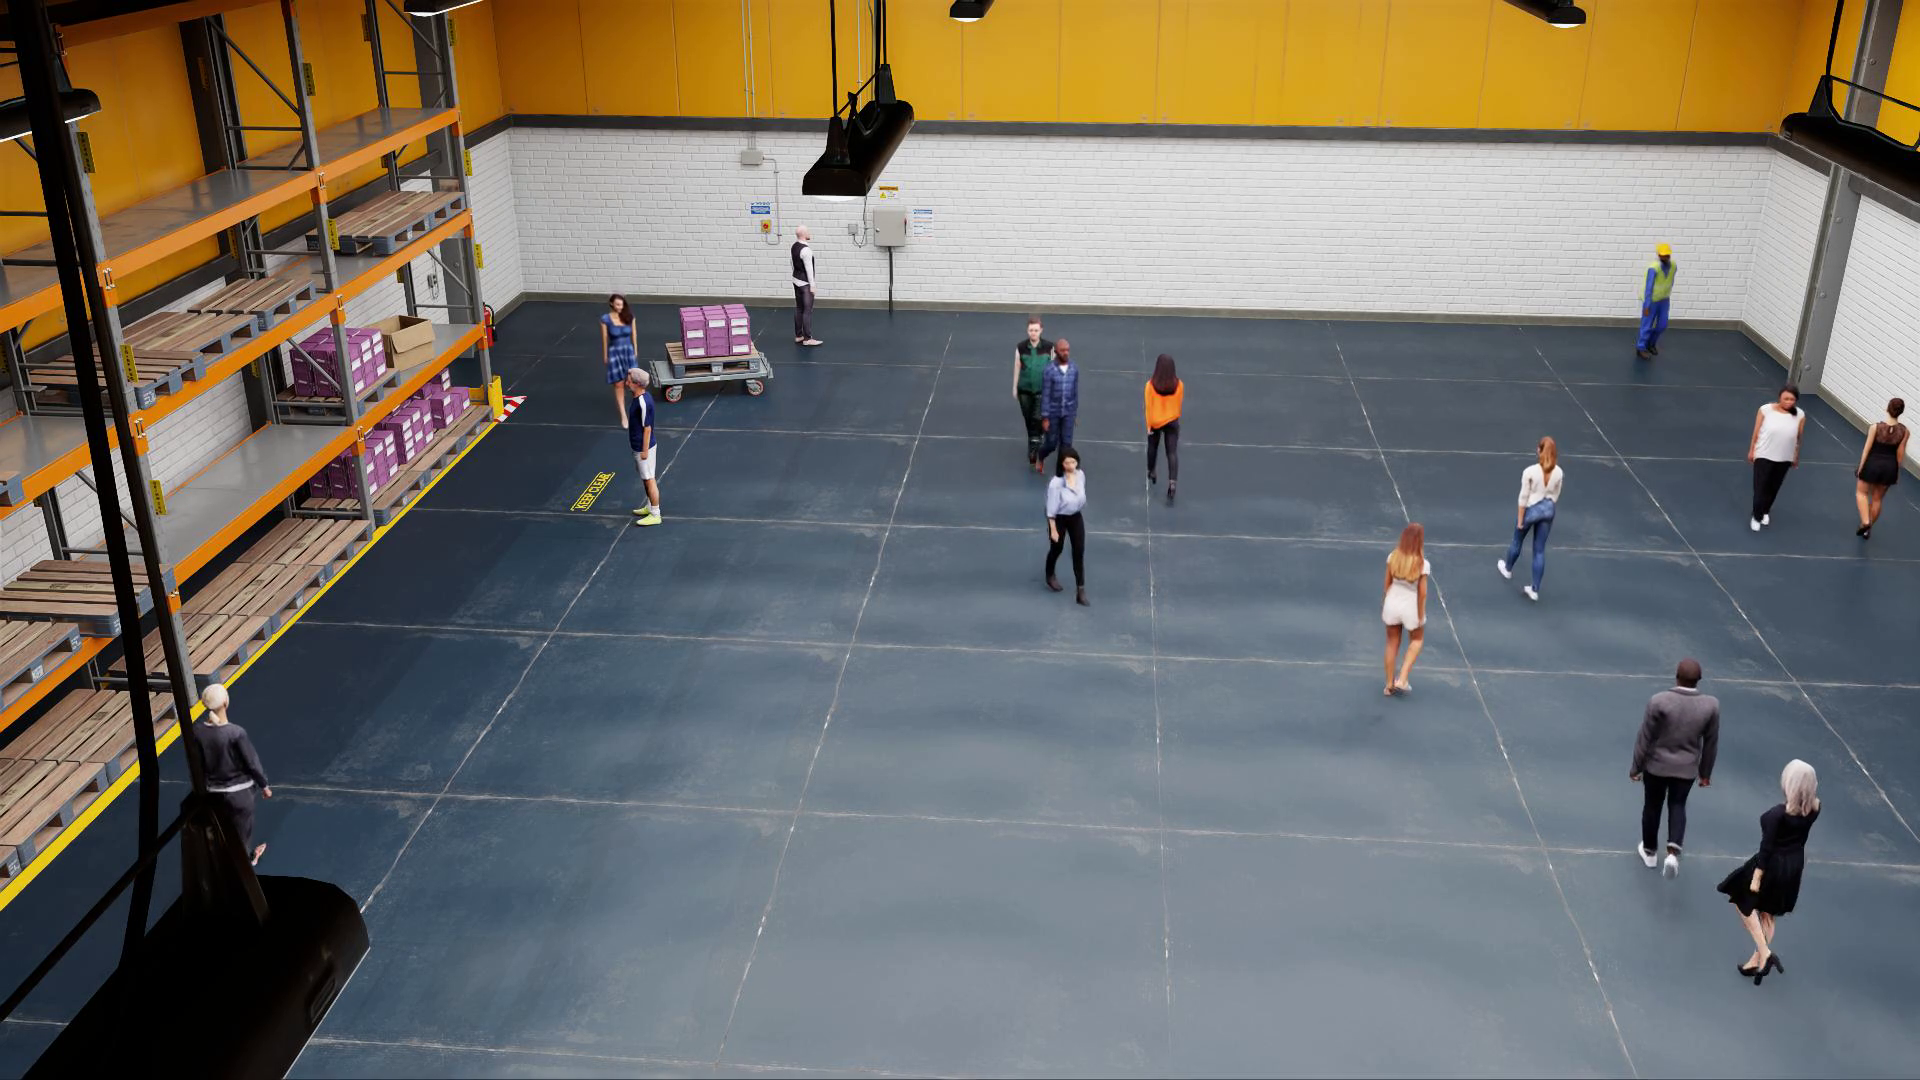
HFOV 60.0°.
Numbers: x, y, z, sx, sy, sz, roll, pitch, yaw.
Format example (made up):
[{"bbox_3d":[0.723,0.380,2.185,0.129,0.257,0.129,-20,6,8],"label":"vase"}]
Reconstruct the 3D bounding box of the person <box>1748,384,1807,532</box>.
[{"bbox_3d":[9.209,-0.981,18.828,0.707,1.673,0.832,4,24,10],"label":"person"}]

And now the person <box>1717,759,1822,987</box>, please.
[{"bbox_3d":[5.571,2.303,11.243,0.780,1.731,0.841,-10,26,-22],"label":"person"}]

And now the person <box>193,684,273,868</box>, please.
[{"bbox_3d":[-5.406,1.886,12.230,0.656,1.705,0.869,3,24,7],"label":"person"}]

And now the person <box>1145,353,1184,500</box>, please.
[{"bbox_3d":[2.427,-1.310,19.541,0.729,1.706,1.174,-2,24,-4],"label":"person"}]

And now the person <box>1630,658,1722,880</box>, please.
[{"bbox_3d":[5.334,1.743,12.431,0.787,1.806,0.900,5,24,11],"label":"person"}]

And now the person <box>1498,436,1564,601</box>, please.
[{"bbox_3d":[5.929,-0.190,17.005,0.736,1.684,1.050,-2,24,-4],"label":"person"}]

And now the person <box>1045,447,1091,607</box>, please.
[{"bbox_3d":[1.041,-0.186,16.990,1.027,1.689,1.150,-16,29,-33],"label":"person"}]

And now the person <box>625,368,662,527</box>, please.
[{"bbox_3d":[-3.585,-1.078,18.844,0.771,1.839,0.627,-7,25,-15],"label":"person"}]

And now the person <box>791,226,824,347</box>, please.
[{"bbox_3d":[-2.367,-3.873,25.259,0.839,1.823,0.749,-15,28,-31],"label":"person"}]

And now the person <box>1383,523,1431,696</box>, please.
[{"bbox_3d":[3.981,0.662,15.056,0.683,1.685,0.722,15,28,30],"label":"person"}]

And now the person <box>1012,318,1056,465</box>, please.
[{"bbox_3d":[0.930,-1.887,20.756,0.698,1.789,1.137,3,24,8],"label":"person"}]

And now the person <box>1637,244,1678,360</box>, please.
[{"bbox_3d":[10.260,-3.538,24.559,0.830,1.769,0.888,-10,25,-21],"label":"person"}]

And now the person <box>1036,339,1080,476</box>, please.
[{"bbox_3d":[1.145,-1.549,19.961,0.907,1.806,1.034,-10,26,-22],"label":"person"}]

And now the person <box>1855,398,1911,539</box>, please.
[{"bbox_3d":[10.133,-0.753,18.319,0.676,1.664,0.791,7,25,16],"label":"person"}]

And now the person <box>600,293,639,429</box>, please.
[{"bbox_3d":[-4.483,-2.379,21.883,0.908,1.789,1.035,-11,26,-24],"label":"person"}]
